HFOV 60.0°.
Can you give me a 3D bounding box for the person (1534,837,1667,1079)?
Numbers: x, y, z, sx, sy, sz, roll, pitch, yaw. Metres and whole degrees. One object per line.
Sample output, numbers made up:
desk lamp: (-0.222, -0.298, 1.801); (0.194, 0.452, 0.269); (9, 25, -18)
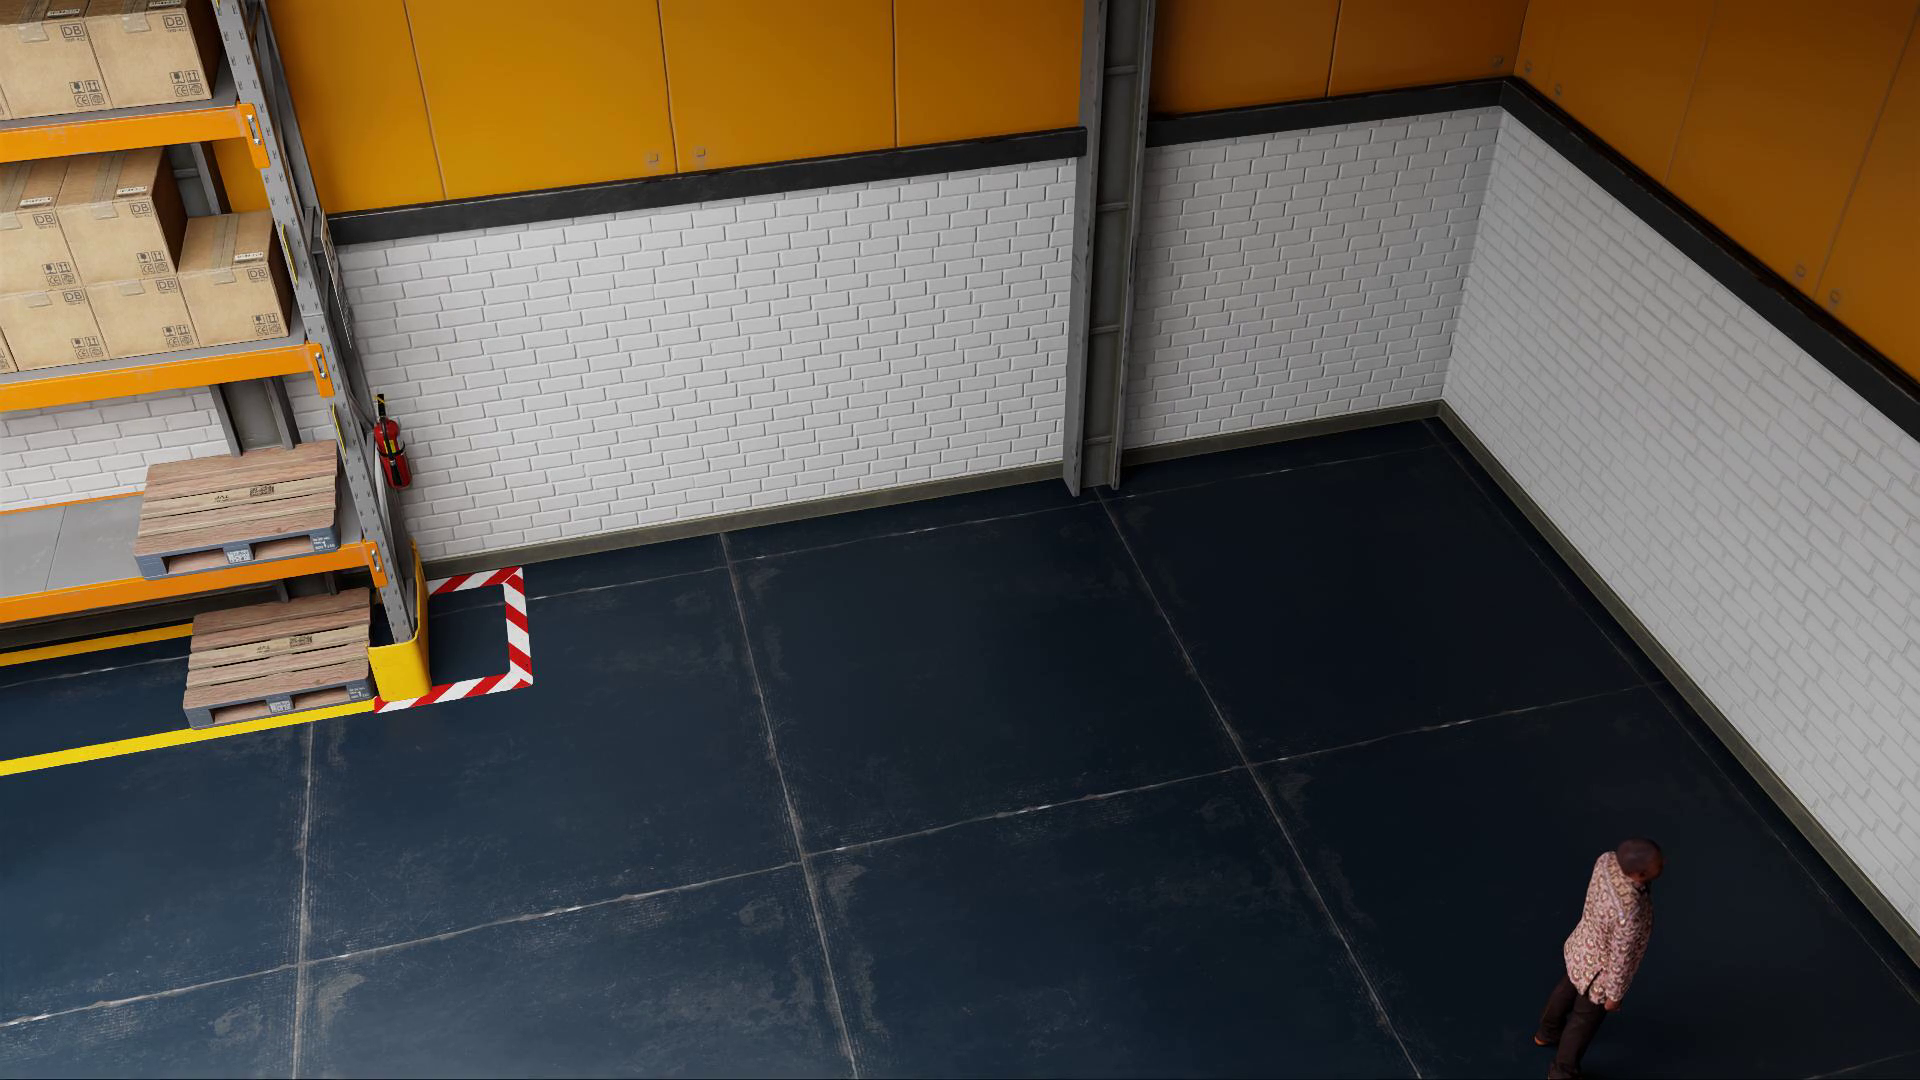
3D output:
person: (3.336, 2.190, 8.688); (0.711, 1.806, 0.751); (2, 39, 3)
